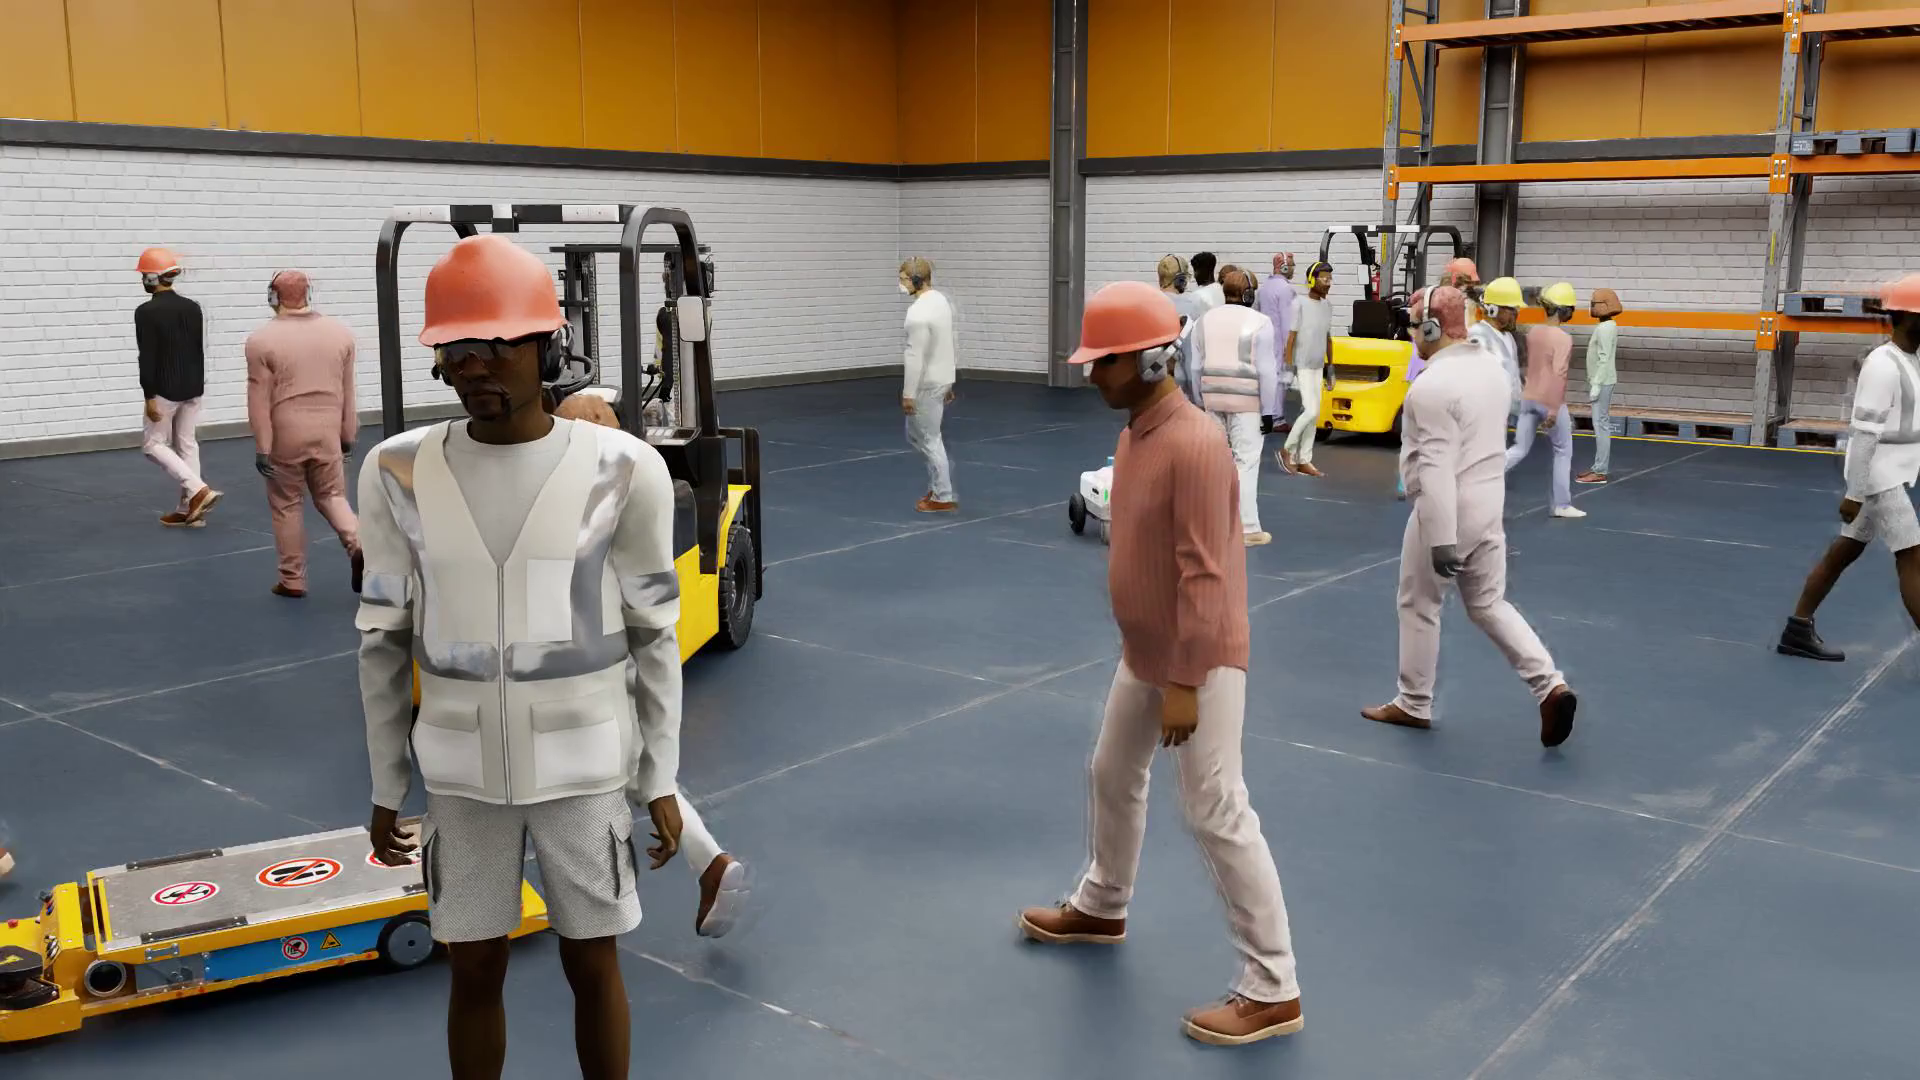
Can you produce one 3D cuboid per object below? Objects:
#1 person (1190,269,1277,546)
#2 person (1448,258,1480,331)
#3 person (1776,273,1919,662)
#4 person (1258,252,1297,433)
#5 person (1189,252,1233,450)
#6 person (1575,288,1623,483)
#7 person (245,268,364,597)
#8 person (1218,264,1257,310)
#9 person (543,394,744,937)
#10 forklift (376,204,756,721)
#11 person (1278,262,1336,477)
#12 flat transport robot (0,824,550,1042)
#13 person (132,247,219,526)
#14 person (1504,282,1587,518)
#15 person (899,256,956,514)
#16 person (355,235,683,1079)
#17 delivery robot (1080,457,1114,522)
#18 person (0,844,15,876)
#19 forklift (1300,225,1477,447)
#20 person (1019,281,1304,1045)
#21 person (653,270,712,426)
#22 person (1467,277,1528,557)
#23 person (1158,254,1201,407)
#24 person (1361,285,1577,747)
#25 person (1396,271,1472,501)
[{"bbox_3d":[1.848,-0.885,11.154,0.625,1.843,0.430,9,14,41],"label":"person"},{"bbox_3d":[4.267,-1.472,14.301,0.570,1.879,1.008,-6,12,-32],"label":"person"},{"bbox_3d":[4.385,-0.293,7.770,1.009,1.880,0.565,8,13,37],"label":"person"},{"bbox_3d":[3.409,-2.100,17.709,0.399,1.908,0.643,-3,11,-14],"label":"person"},{"bbox_3d":[2.407,-1.856,16.338,0.631,1.906,1.010,-9,13,-39],"label":"person"},{"bbox_3d":[5.380,-1.295,14.001,0.285,1.633,0.497,4,11,22],"label":"person"},{"bbox_3d":[-3.668,-0.583,9.371,0.684,1.887,0.647,9,14,42],"label":"person"},{"bbox_3d":[2.943,-2.087,18.015,0.640,1.799,0.930,9,14,42],"label":"person"},{"bbox_3d":[-0.975,0.387,4.771,0.663,1.605,0.514,6,12,29],"label":"person"},{"bbox_3d":[-1.766,-0.406,7.525,1.214,2.155,2.313,1,10,7],"label":"forklift"},{"bbox_3d":[3.036,-1.459,14.313,0.544,1.848,0.383,-8,13,-36],"label":"person"},{"bbox_3d":[-1.965,1.057,4.748,1.431,0.197,0.652,-6,12,-29],"label":"flat transport robot"},{"bbox_3d":[-5.504,-1.057,11.701,0.516,1.983,0.613,3,11,18],"label":"person"},{"bbox_3d":[4.194,-1.007,12.129,0.828,1.734,0.518,-3,11,-18],"label":"person"},{"bbox_3d":[-0.256,-1.122,12.260,0.490,1.912,0.653,3,11,16],"label":"person"},{"bbox_3d":[-0.850,0.445,3.225,0.616,2.041,0.381,0,10,-2],"label":"person"},{"bbox_3d":[1.058,-0.325,11.359,0.477,0.478,0.707,-2,10,-9],"label":"delivery robot"},{"bbox_3d":[-3.466,0.228,5.045,1.018,1.837,0.579,-3,11,-17],"label":"person"},{"bbox_3d":[4.449,-2.115,16.993,1.214,2.155,2.313,8,13,38],"label":"forklift"},{"bbox_3d":[0.521,0.285,4.447,0.575,1.941,0.806,-3,11,-14],"label":"person"},{"bbox_3d":[-2.229,-1.271,13.303,0.429,1.839,0.634,4,11,21],"label":"person"},{"bbox_3d":[3.359,-0.809,10.852,0.673,1.808,0.606,8,13,37],"label":"person"},{"bbox_3d":[1.467,-1.029,11.687,0.372,1.940,0.630,-9,13,-39],"label":"person"},{"bbox_3d":[2.068,-0.085,6.679,0.663,1.861,0.888,-10,14,-43],"label":"person"},{"bbox_3d":[3.790,-1.198,13.025,0.873,1.789,0.565,-4,11,-21],"label":"person"}]
